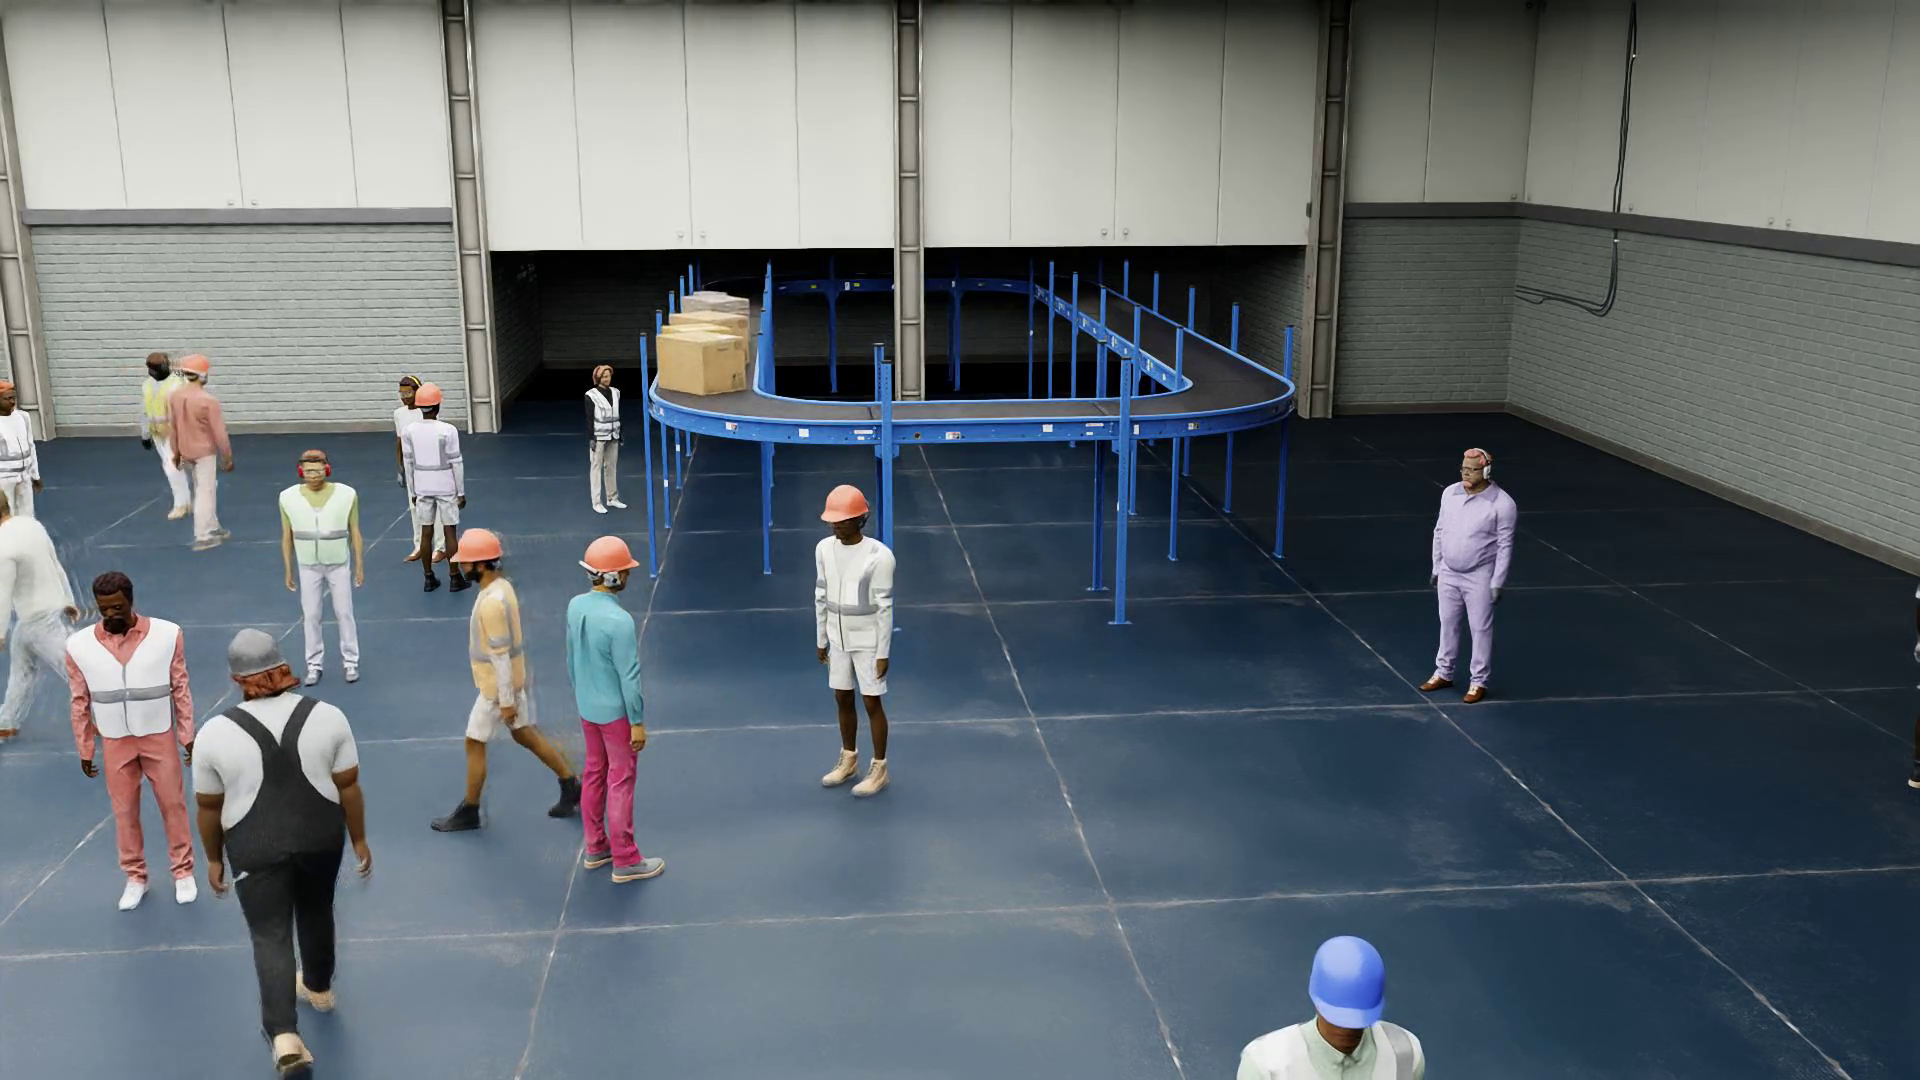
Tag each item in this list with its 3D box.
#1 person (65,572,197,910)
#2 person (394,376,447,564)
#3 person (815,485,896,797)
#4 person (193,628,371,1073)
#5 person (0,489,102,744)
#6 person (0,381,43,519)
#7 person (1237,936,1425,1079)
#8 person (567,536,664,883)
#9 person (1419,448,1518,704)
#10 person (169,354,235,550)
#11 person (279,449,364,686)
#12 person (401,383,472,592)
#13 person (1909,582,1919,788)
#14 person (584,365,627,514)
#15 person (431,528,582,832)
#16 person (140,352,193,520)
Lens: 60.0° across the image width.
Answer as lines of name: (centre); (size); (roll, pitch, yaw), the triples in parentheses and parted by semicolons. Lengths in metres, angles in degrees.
person: (-4.513, 1.081, 9.109); (0.597, 1.908, 0.407); (-5, 15, -20)
person: (-5.286, -0.683, 16.267); (0.504, 1.861, 0.329); (4, 15, 15)
person: (-0.694, 0.642, 10.613); (0.601, 2.035, 0.410); (9, 17, 32)
person: (-3.101, 1.373, 7.661); (0.716, 2.000, 0.964); (-9, 16, -31)
person: (-6.398, 0.528, 11.419); (1.082, 1.851, 0.635); (-3, 14, -13)
person: (-9.023, -0.580, 15.825); (0.357, 1.879, 0.567); (4, 15, 17)
person: (1.108, 2.077, 5.039); (0.612, 1.943, 0.404); (-3, 14, -12)
person: (-1.973, 0.950, 9.445); (0.390, 1.992, 0.624); (-13, 19, -42)
person: (3.780, 0.257, 12.398); (0.409, 1.909, 0.641); (-12, 18, -40)
person: (-7.629, -0.908, 16.913); (0.659, 1.972, 0.706); (6, 15, 24)
person: (-4.888, 0.197, 12.783); (0.576, 1.837, 0.389); (-4, 15, -15)
person: (-4.799, -0.474, 15.253); (0.545, 1.943, 0.347); (1, 14, 5)
person: (6.389, 0.677, 10.596); (0.370, 1.965, 0.608); (-9, 16, -31)
person: (-3.945, -1.130, 18.488); (0.309, 1.641, 0.514); (9, 17, 32)
person: (-2.738, 0.841, 10.094); (0.953, 1.904, 0.566); (-2, 14, -9)
person: (-8.663, -1.129, 18.108); (0.658, 1.820, 0.629); (5, 15, 21)
